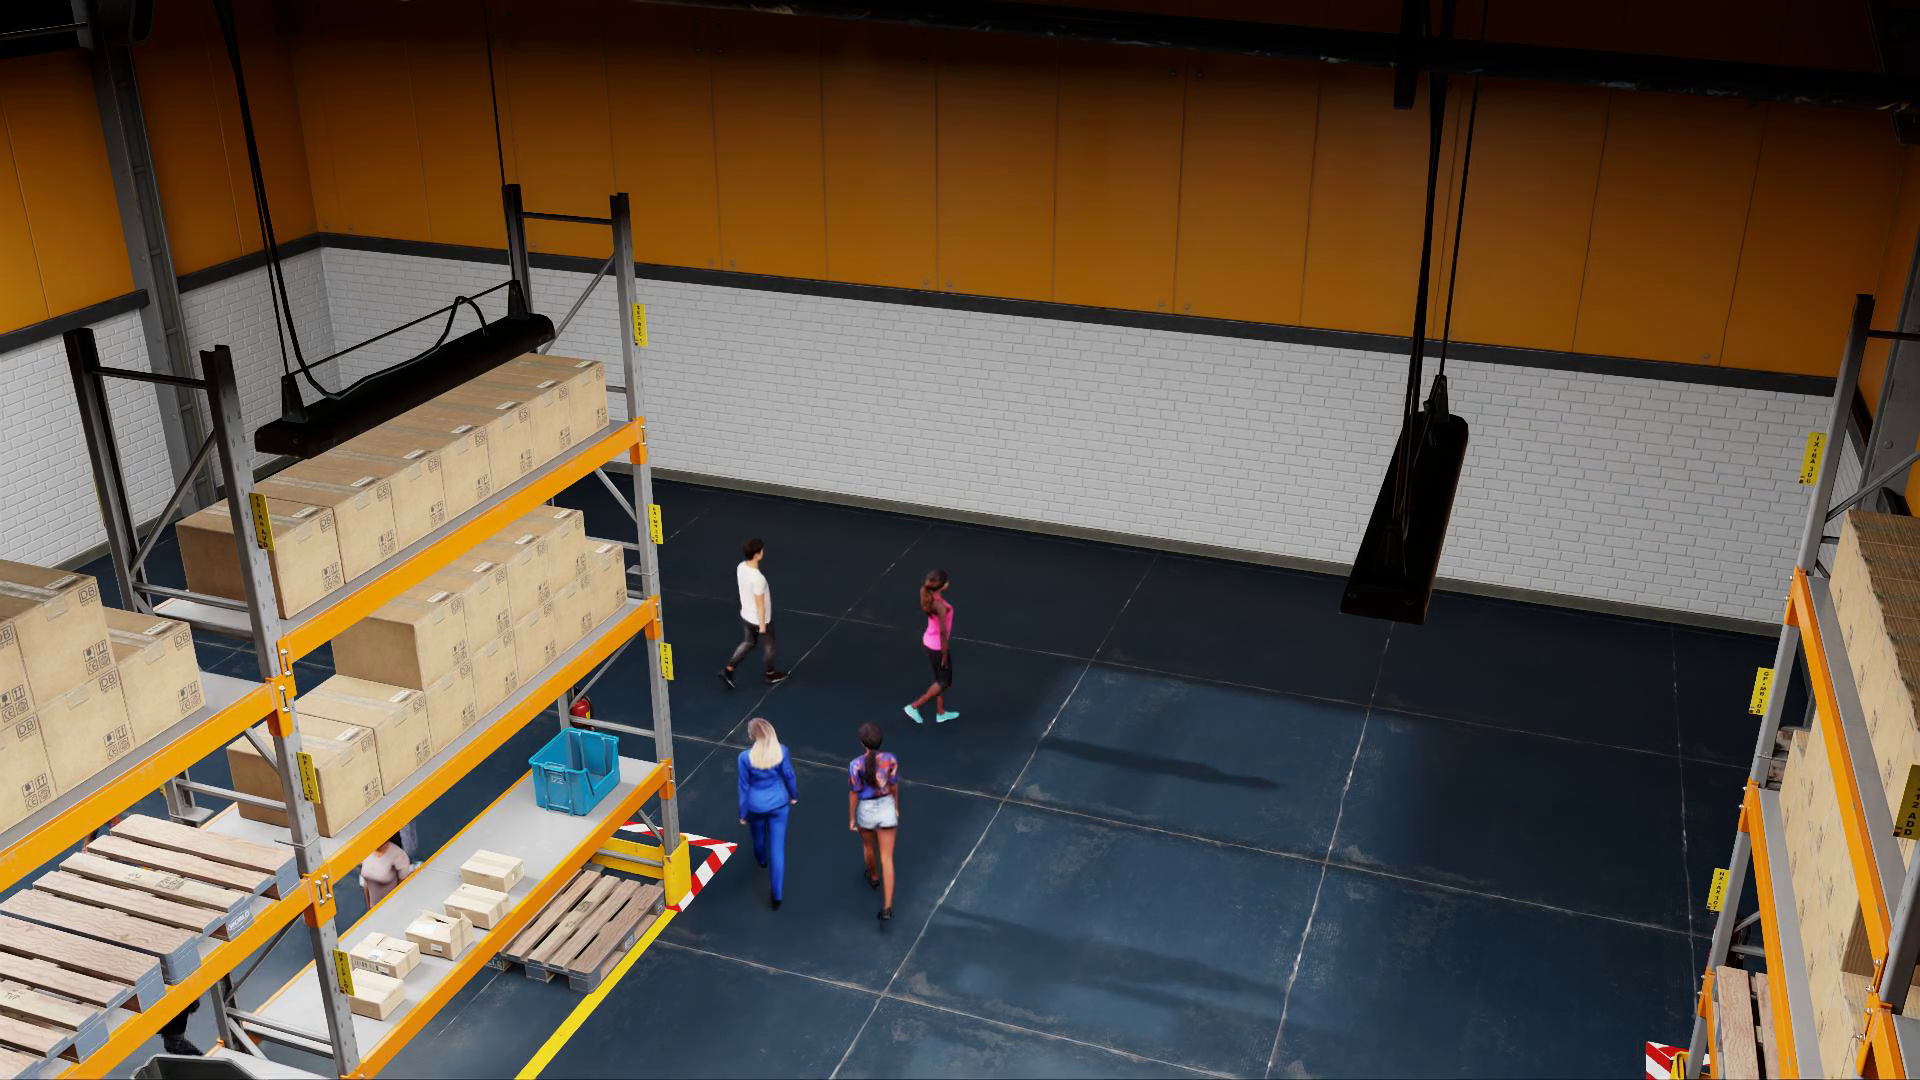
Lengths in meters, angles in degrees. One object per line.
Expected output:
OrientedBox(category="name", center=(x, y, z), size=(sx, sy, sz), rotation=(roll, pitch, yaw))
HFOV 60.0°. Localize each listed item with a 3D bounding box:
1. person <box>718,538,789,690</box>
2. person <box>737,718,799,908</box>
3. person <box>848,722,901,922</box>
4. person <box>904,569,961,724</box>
OrientedBox(category="person", center=(-2.202, 0.785, 17.330), size=(1.118, 1.698, 0.976), rotation=(-16, 28, -32))
OrientedBox(category="person", center=(-1.603, 2.311, 13.886), size=(1.048, 1.660, 1.188), rotation=(-5, 24, -12))
OrientedBox(category="person", center=(-0.663, 2.349, 13.738), size=(0.997, 1.710, 1.214), rotation=(-5, 24, -11))
OrientedBox(category="person", center=(-0.311, 1.095, 16.608), size=(0.917, 1.709, 0.870), rotation=(-10, 25, -21))
